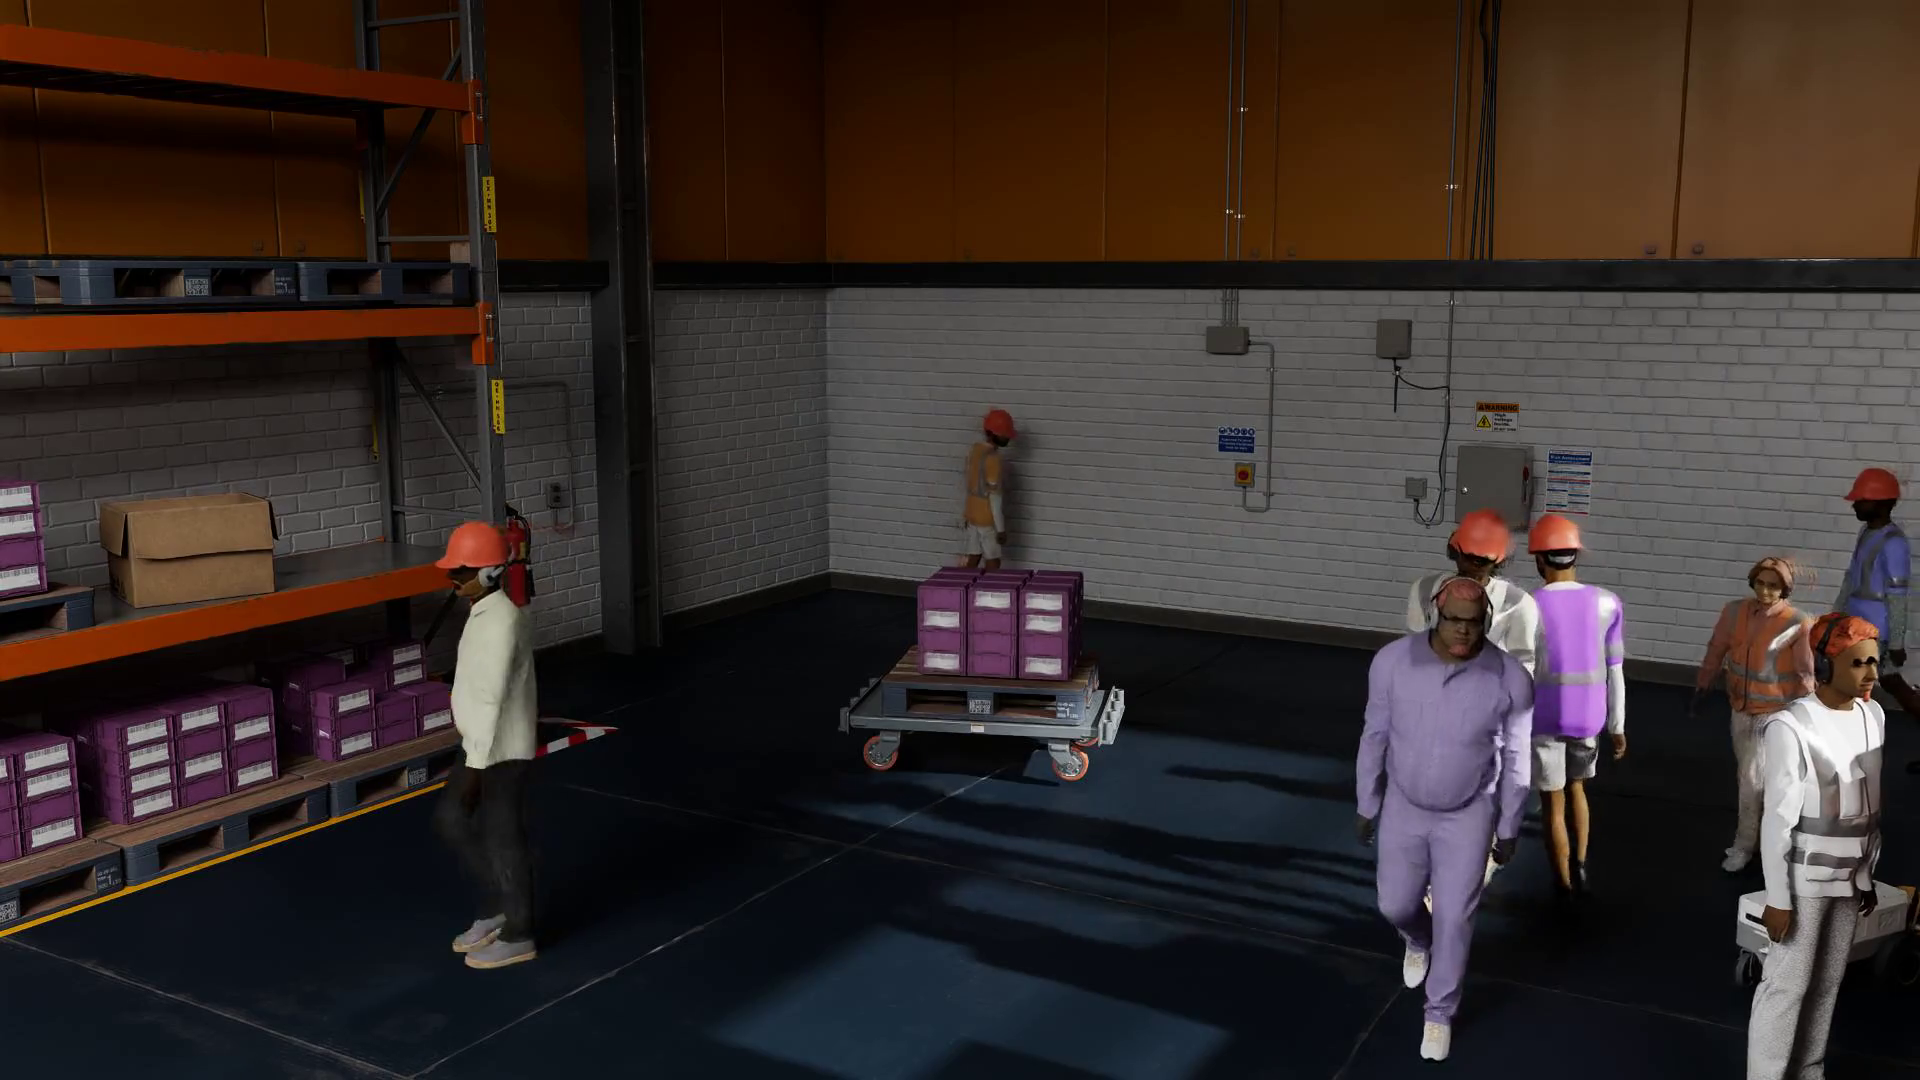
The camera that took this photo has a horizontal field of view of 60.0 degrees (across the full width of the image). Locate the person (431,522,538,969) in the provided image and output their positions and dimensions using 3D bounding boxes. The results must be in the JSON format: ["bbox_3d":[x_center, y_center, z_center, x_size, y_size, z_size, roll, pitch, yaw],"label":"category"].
[{"bbox_3d":[-2.083,0.904,7.201,0.508,1.976,0.617,-5,10,-29],"label":"person"}]

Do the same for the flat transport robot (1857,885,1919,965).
[{"bbox_3d":[4.627,1.758,7.153,1.431,0.197,0.652,6,11,34],"label":"flat transport robot"}]

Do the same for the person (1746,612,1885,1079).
[{"bbox_3d":[2.976,1.178,5.753,0.587,1.882,0.341,-6,11,-32],"label":"person"}]

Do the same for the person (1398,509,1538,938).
[{"bbox_3d":[2.407,0.804,7.833,1.079,1.981,0.623,-9,12,-43],"label":"person"}]

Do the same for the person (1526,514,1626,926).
[{"bbox_3d":[2.806,0.833,7.818,0.574,1.906,0.553,0,9,0],"label":"person"}]

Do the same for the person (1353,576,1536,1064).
[{"bbox_3d":[1.907,1.048,6.572,0.654,1.880,0.640,4,10,23],"label":"person"}]

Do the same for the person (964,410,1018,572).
[{"bbox_3d":[0.204,-0.184,14.268,0.435,1.891,0.737,-3,10,-18],"label":"person"}]

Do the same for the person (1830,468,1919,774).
[{"bbox_3d":[5.556,0.500,10.001,1.010,1.893,0.552,3,10,18],"label":"person"}]

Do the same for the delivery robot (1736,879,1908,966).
[{"bbox_3d":[3.640,1.590,7.027,0.707,0.478,0.477,-4,10,-25],"label":"delivery robot"}]

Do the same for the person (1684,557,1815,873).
[{"bbox_3d":[4.002,0.881,8.468,0.615,1.613,0.560,-4,10,-23],"label":"person"}]
